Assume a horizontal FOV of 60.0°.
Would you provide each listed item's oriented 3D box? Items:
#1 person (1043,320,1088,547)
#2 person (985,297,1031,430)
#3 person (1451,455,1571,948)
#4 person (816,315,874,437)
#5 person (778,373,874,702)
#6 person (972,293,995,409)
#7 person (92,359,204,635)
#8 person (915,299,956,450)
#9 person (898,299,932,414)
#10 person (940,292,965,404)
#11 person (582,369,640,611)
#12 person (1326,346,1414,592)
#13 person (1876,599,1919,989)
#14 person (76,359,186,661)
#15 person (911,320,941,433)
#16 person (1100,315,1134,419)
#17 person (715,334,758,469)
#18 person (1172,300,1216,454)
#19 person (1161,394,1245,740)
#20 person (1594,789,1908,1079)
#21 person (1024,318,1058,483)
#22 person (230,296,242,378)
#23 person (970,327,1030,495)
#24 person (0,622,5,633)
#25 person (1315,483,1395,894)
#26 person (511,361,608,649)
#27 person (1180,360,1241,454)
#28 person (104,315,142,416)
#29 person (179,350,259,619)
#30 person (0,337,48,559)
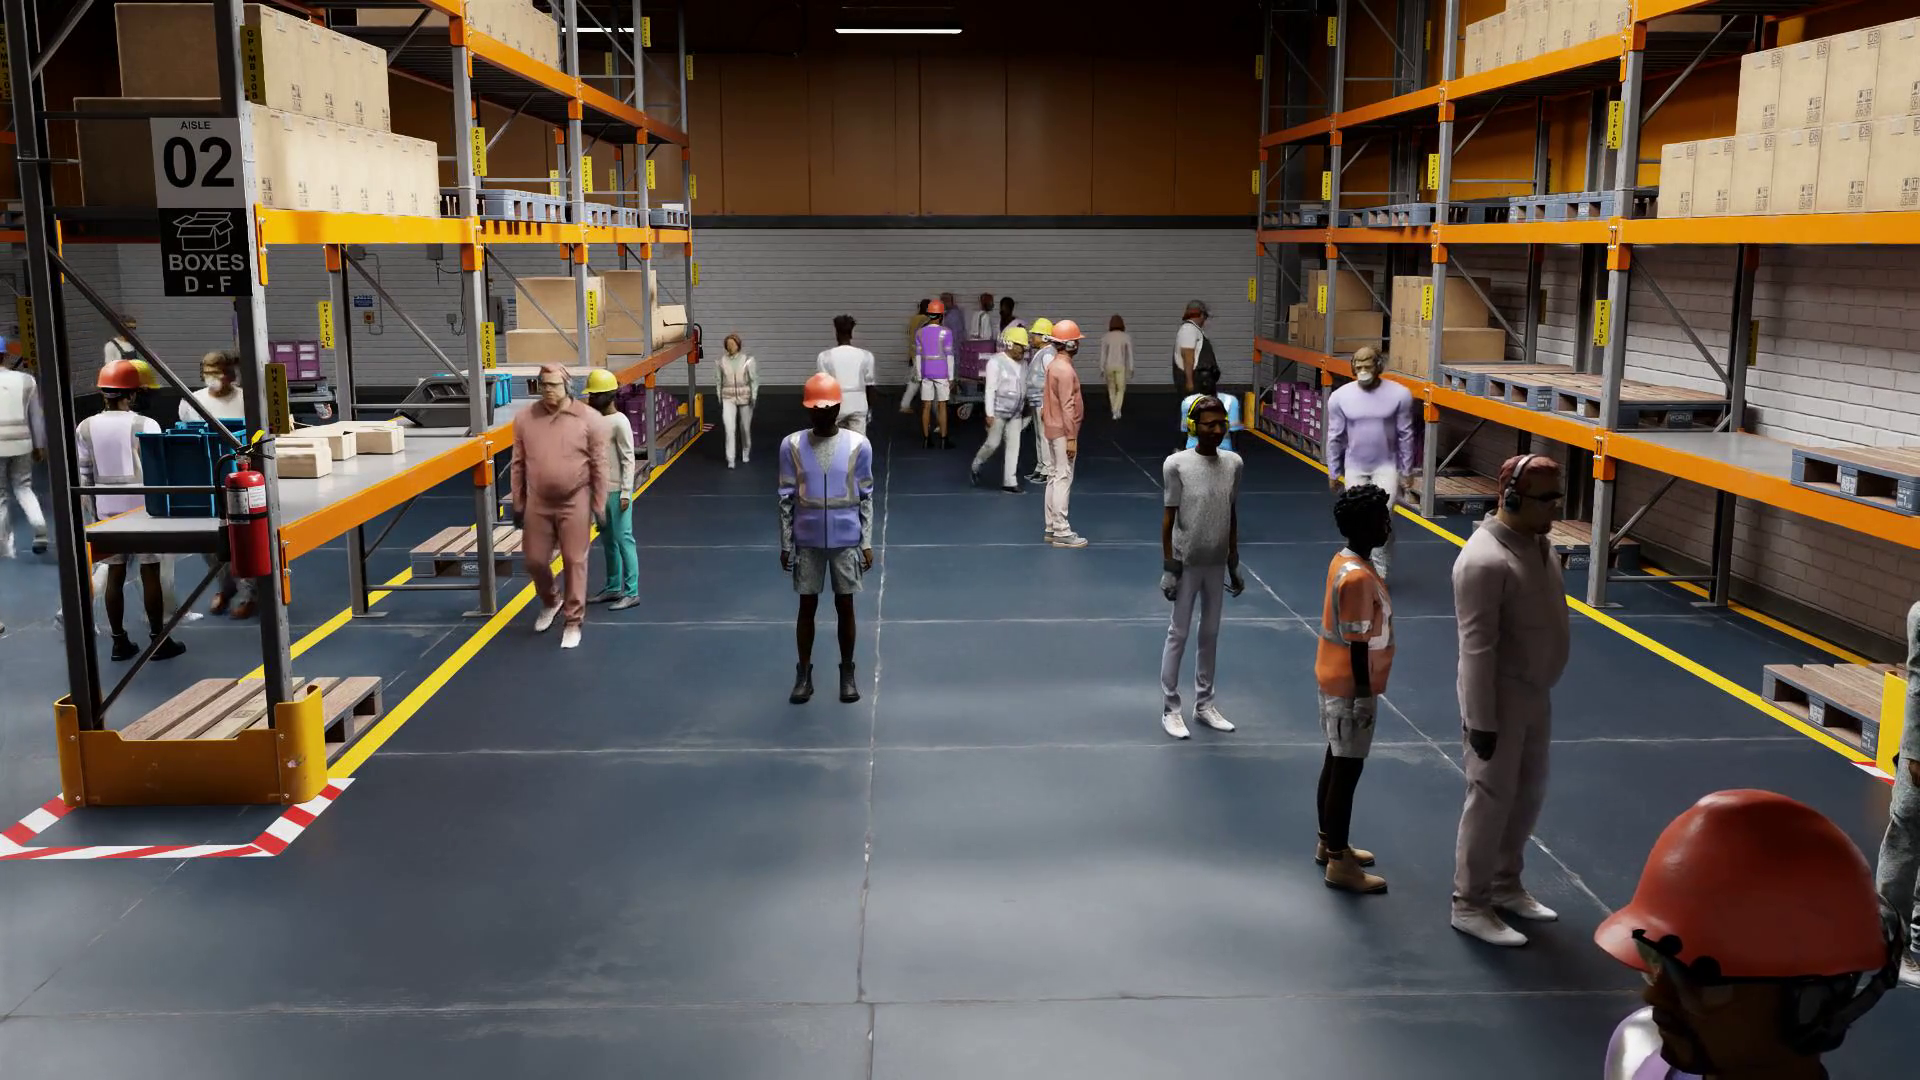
[{"bbox_3d":[0.919,-0.940,14.702,0.369,1.996,0.622,-2,10,-10],"label":"person"},{"bbox_3d":[0.675,-2.503,23.660,0.542,1.915,0.610,-6,12,-31],"label":"person"},{"bbox_3d":[2.121,0.609,6.387,0.399,1.895,0.656,8,13,39],"label":"person"},{"bbox_3d":[-1.184,-1.333,17.063,0.614,1.936,0.816,-2,10,-11],"label":"person"},{"bbox_3d":[-0.775,-0.004,9.658,0.552,1.935,0.373,0,10,-2],"label":"person"},{"bbox_3d":[0.332,-3.006,26.544,0.475,1.875,0.624,-4,11,-19],"label":"person"},{"bbox_3d":[-5.718,-0.292,11.404,0.844,1.892,0.581,-9,14,-42],"label":"person"},{"bbox_3d":[-0.310,-2.139,21.545,0.543,1.939,0.370,5,11,26],"label":"person"},{"bbox_3d":[-0.623,-2.862,25.996,0.834,1.799,0.643,-4,11,-20],"label":"person"},{"bbox_3d":[-0.018,-3.131,27.304,0.668,1.865,0.689,0,10,-1],"label":"person"},{"bbox_3d":[-2.572,-0.366,12.160,0.329,1.765,0.533,-8,13,-39],"label":"person"},{"bbox_3d":[3.093,-0.517,12.604,0.643,1.904,0.633,4,11,21],"label":"person"},{"bbox_3d":[3.608,0.744,6.029,0.484,1.745,0.307,-5,11,-24],"label":"person"},{"bbox_3d":[-5.310,-0.182,10.648,0.545,1.938,0.355,0,10,-1],"label":"person"},{"bbox_3d":[-0.384,-2.323,23.541,0.514,1.592,0.844,-6,12,-29],"label":"person"},{"bbox_3d":[2.332,-2.574,24.922,0.516,1.600,0.694,2,10,13],"label":"person"},{"bbox_3d":[-2.676,-1.689,19.986,0.506,1.599,0.850,-1,10,-4],"label":"person"},{"bbox_3d":[2.879,-1.983,20.394,0.534,2.000,0.761,3,11,15],"label":"person"},{"bbox_3d":[1.328,0.140,9.050,0.519,1.871,0.335,-5,11,-25],"label":"person"},{"bbox_3d":[0.940,1.299,2.101,0.387,2.045,0.605,-3,10,-14],"label":"person"},{"bbox_3d":[0.908,-1.551,18.556,0.404,1.837,0.593,-1,10,-8],"label":"person"},{"bbox_3d":[-11.252,-2.973,26.214,0.354,1.930,0.594,2,10,10],"label":"person"},{"bbox_3d":[0.428,-1.396,17.861,0.638,1.788,0.783,-10,14,-44],"label":"person"},{"bbox_3d":[-6.851,-0.343,11.235,0.614,2.047,0.357,4,11,19],"label":"person"},{"bbox_3d":[1.645,0.605,6.936,0.317,1.696,0.539,1,10,6],"label":"person"},{"bbox_3d":[-2.677,-0.244,11.111,0.669,1.898,0.551,0,10,2],"label":"person"},{"bbox_3d":[2.186,-0.742,14.504,0.535,1.670,0.683,3,11,16],"label":"person"},{"bbox_3d":[-10.074,-1.777,19.872,0.619,1.816,0.559,1,10,7],"label":"person"},{"bbox_3d":[-5.194,-0.383,11.800,0.650,1.921,0.428,0,10,-2],"label":"person"},{"bbox_3d":[-8.002,-0.775,13.966,0.650,1.931,0.626,8,13,38],"label":"person"}]
